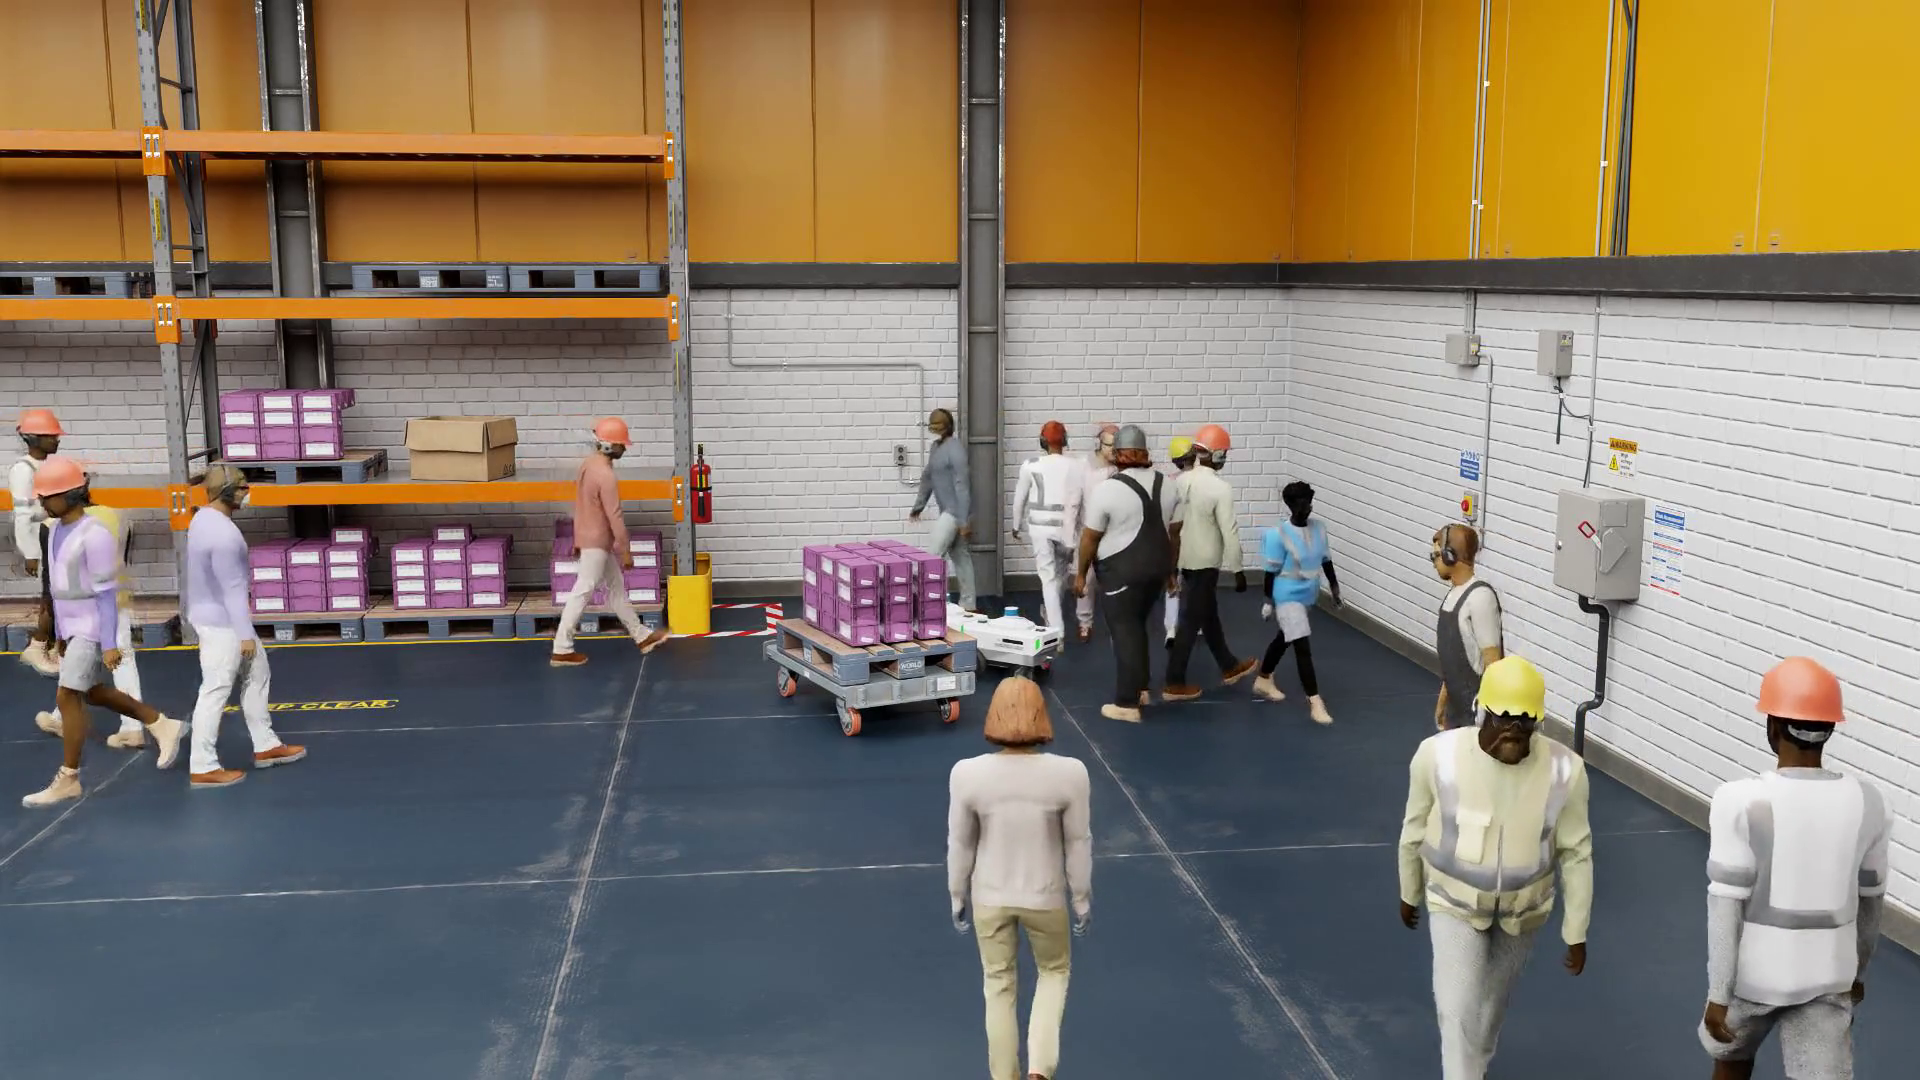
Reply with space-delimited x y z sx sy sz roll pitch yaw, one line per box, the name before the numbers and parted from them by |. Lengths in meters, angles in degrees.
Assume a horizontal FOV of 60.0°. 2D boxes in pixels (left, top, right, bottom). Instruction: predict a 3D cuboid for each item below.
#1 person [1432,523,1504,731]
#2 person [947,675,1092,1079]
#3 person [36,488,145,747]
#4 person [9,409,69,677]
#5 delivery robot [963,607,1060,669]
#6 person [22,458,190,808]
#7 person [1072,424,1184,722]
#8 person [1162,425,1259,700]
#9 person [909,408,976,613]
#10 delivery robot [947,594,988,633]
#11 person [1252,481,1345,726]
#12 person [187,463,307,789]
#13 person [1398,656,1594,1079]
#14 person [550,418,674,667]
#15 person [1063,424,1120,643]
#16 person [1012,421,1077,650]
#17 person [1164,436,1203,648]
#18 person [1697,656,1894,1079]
person | 2.538 0.836 8.146 0.431 1.803 0.696 0 9 -2
person | 0.210 1.278 5.915 0.517 1.621 0.361 1 9 5
person | -5.618 0.443 10.671 0.955 1.778 0.637 5 10 29
person | -6.788 0.039 12.398 0.420 2.032 0.632 -2 9 -12
delivery robot | 0.381 0.739 12.340 0.707 0.478 0.477 6 11 35
person | -5.024 0.496 9.705 0.609 2.001 0.939 8 12 40
person | 1.131 0.202 11.360 0.703 2.000 0.589 -6 11 -34
person | 1.838 0.154 11.925 0.958 1.946 0.630 -4 10 -23
person | -0.200 -0.199 14.334 0.834 1.890 0.761 -2 9 -11
delivery robot | -0.131 0.656 12.856 0.707 0.478 0.477 8 12 41
person | 2.300 0.394 11.455 0.597 1.652 0.864 -7 12 -38
person | -4.263 0.494 9.924 0.809 1.910 0.646 -6 11 -32
person | 1.825 1.248 5.670 0.617 1.759 1.023 1 9 8
person | -2.720 0.018 12.862 1.040 1.924 0.630 -4 10 -25
person | 1.142 -0.018 13.361 0.684 1.849 0.947 -1 9 -8
person | 0.731 -0.068 13.699 0.584 1.824 1.003 -2 9 -15
person | 1.850 0.012 13.593 0.534 1.719 0.849 0 9 2
person | 2.522 1.290 5.077 0.564 1.881 1.019 0 9 3
